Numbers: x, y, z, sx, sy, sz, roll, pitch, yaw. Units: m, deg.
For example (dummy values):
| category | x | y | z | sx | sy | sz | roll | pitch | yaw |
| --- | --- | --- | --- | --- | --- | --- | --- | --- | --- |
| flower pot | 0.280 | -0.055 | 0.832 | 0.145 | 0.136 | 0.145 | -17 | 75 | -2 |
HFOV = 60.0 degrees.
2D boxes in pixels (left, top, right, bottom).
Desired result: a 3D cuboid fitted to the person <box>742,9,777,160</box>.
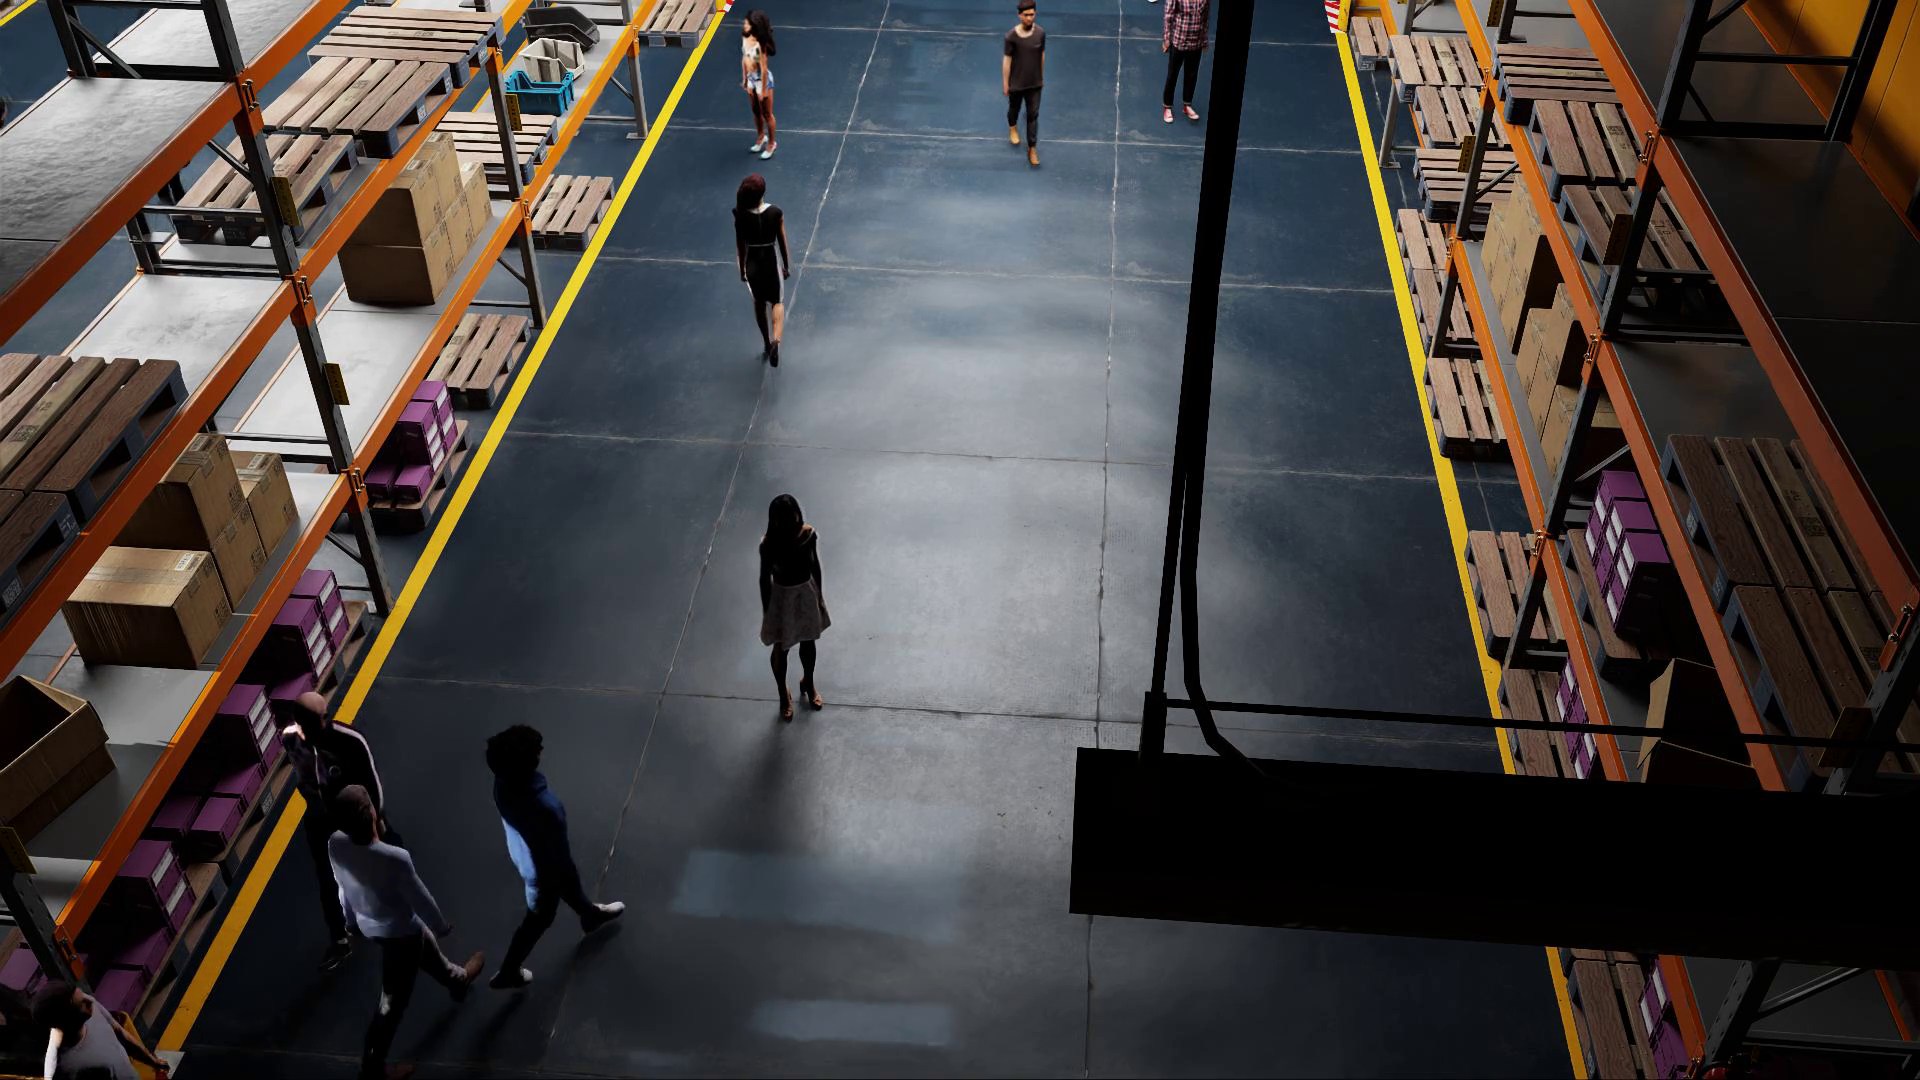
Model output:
| category | x | y | z | sx | sy | sz | roll | pitch | yaw |
| --- | --- | --- | --- | --- | --- | --- | --- | --- | --- |
| person | -2.114 | -4.823 | 17.563 | 0.731 | 1.624 | 0.670 | -27 | 46 | -30 |

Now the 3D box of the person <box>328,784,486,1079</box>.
| category | x | y | z | sx | sy | sz | roll | pitch | yaw |
| --- | --- | --- | --- | --- | --- | --- | --- | --- | --- |
| person | -3.033 | 2.113 | 8.709 | 1.081 | 1.835 | 1.360 | 23 | 44 | 26 |

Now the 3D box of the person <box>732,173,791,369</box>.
| category | x | y | z | sx | sy | sz | roll | pitch | yaw |
| --- | --- | --- | --- | --- | --- | --- | --- | --- | --- |
| person | -1.671 | -2.255 | 14.219 | 0.726 | 1.784 | 0.969 | -5 | 39 | -7 |

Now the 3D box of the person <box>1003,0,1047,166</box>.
| category | x | y | z | sx | sy | sz | roll | pitch | yaw |
| --- | --- | --- | --- | --- | --- | --- | --- | --- | --- |
| person | 0.654 | -4.911 | 17.630 | 0.820 | 1.677 | 1.144 | -7 | 39 | -9 |

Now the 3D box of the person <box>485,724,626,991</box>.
| category | x | y | z | sx | sy | sz | roll | pitch | yaw |
| --- | --- | --- | --- | --- | --- | --- | --- | --- | --- |
| person | -2.375 | 1.776 | 9.174 | 1.214 | 1.781 | 1.152 | -28 | 46 | -30 |

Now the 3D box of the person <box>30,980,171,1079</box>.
| category | x | y | z | sx | sy | sz | roll | pitch | yaw |
| --- | --- | --- | --- | --- | --- | --- | --- | --- | --- |
| person | -4.133 | 2.727 | 7.933 | 0.902 | 1.844 | 0.929 | -10 | 40 | -13 |

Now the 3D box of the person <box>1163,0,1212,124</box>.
| category | x | y | z | sx | sy | sz | roll | pitch | yaw |
| --- | --- | --- | --- | --- | --- | --- | --- | --- | --- |
| person | 2.486 | -5.508 | 18.311 | 0.765 | 1.761 | 0.728 | -9 | 40 | -11 |

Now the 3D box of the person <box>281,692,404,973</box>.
| category | x | y | z | sx | sy | sz | roll | pitch | yaw |
| --- | --- | --- | --- | --- | --- | --- | --- | --- | --- |
| person | -3.474 | 1.483 | 9.537 | 0.686 | 1.787 | 1.154 | 3 | 39 | 3 |

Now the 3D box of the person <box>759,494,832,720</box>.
| category | x | y | z | sx | sy | sz | roll | pitch | yaw |
| --- | --- | --- | --- | --- | --- | --- | --- | --- | --- |
| person | -1.092 | 0.436 | 10.862 | 0.768 | 1.769 | 0.800 | -17 | 42 | -20 |
